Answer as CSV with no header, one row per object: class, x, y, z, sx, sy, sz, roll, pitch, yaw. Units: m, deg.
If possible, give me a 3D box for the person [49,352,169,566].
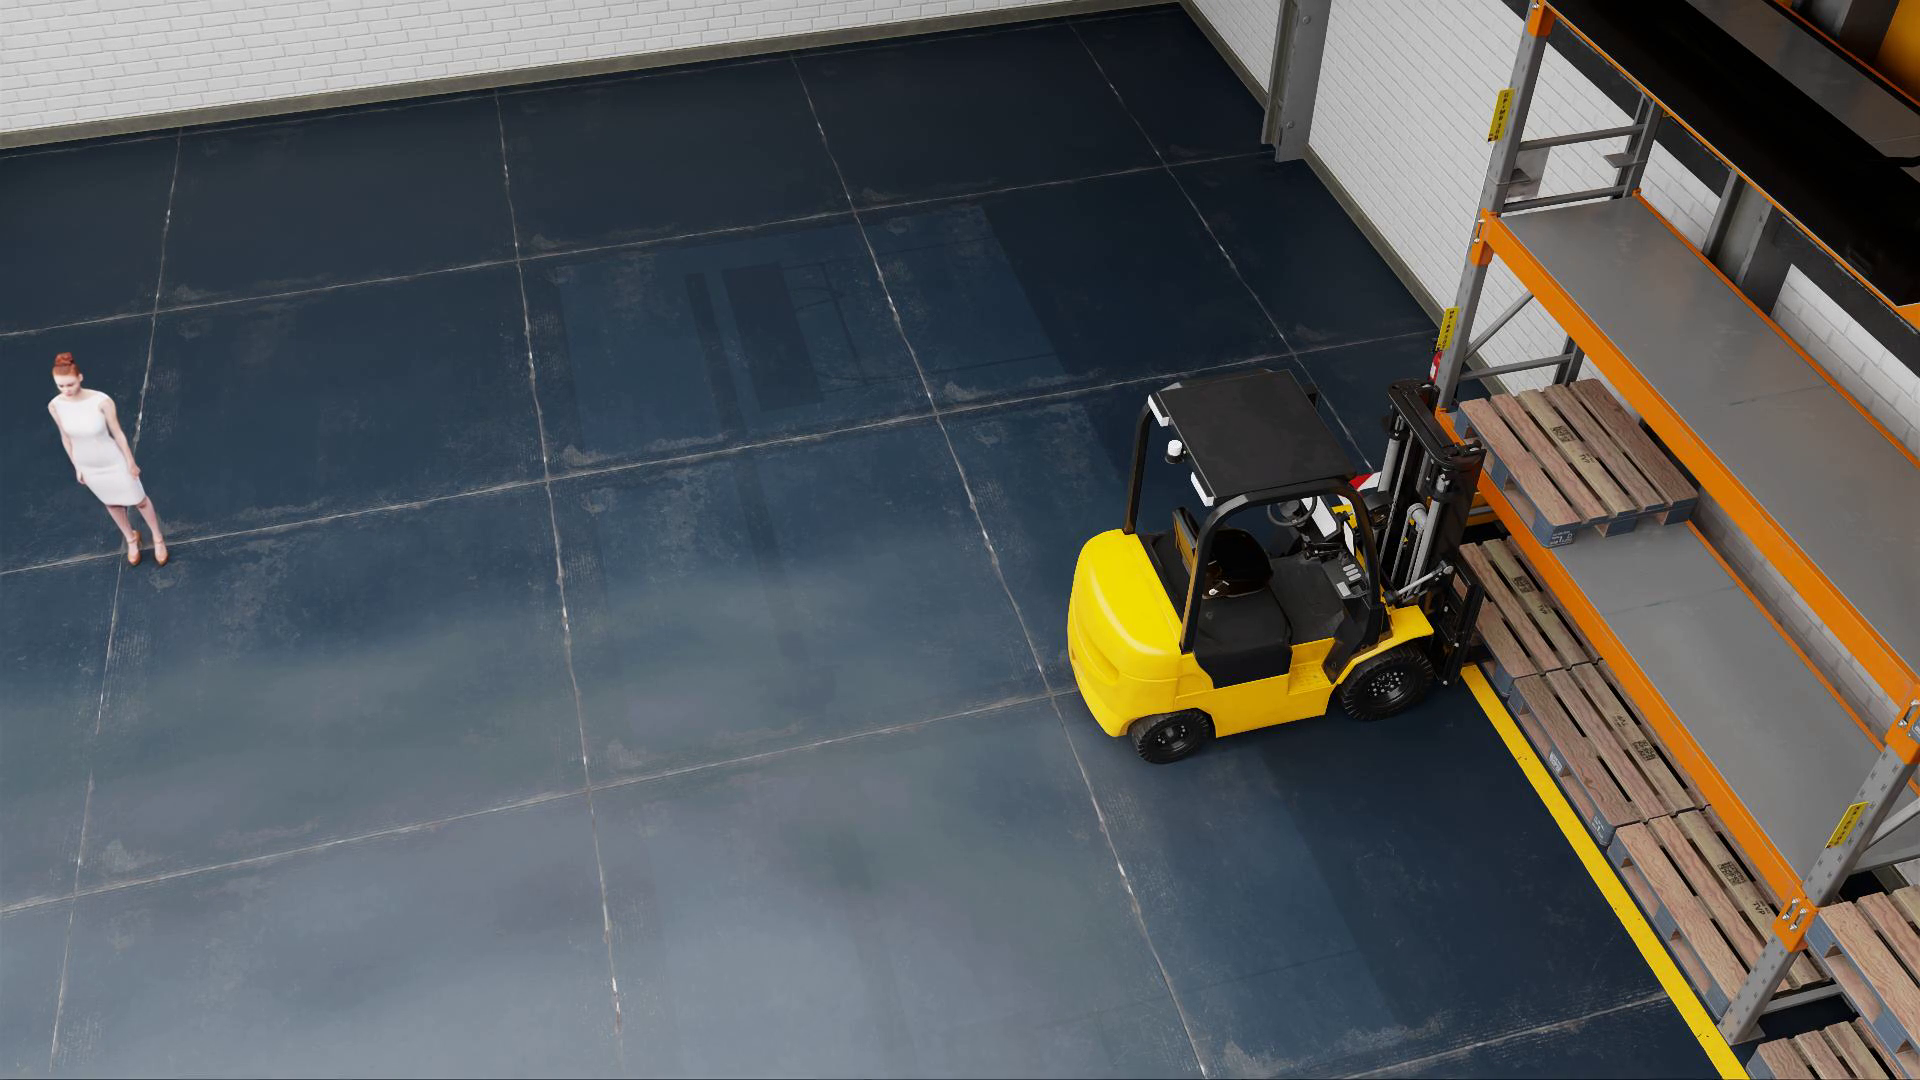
person,-5.736,-0.523,11.190,0.582,1.794,0.529,-4,44,-5
